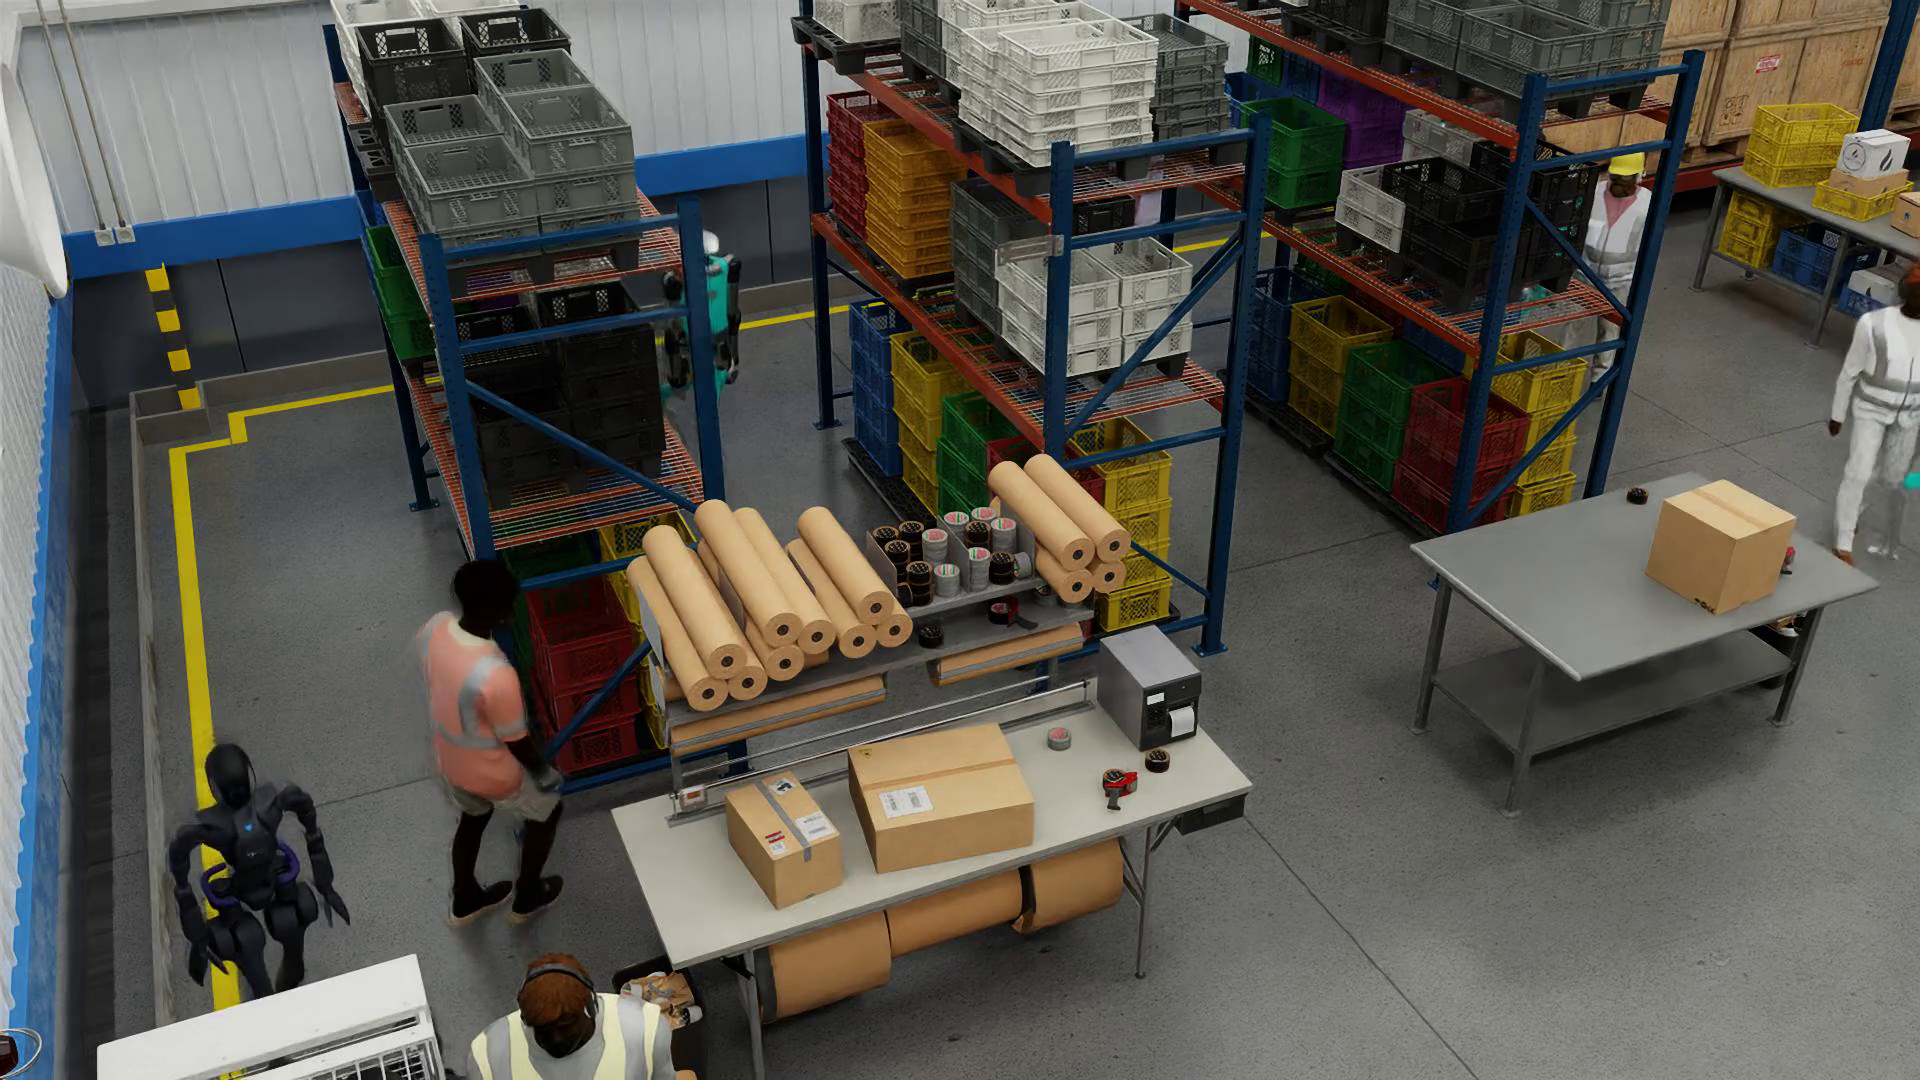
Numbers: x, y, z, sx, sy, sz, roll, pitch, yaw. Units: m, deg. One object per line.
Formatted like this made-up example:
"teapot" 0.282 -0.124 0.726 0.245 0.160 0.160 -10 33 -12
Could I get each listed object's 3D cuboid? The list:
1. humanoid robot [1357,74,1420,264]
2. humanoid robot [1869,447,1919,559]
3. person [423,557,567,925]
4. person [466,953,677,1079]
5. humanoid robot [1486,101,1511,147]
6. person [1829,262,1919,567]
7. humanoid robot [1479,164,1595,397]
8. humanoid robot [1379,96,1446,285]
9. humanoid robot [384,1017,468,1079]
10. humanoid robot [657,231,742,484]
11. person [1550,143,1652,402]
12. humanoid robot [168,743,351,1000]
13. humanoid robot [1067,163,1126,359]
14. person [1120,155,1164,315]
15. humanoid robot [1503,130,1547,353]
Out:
"humanoid robot" 3.368 -2.965 13.420 0.539 1.746 0.993 -3 32 -5
"humanoid robot" 5.798 -0.594 9.589 0.573 1.792 0.834 -14 34 -22
"person" -1.959 0.884 6.952 0.547 1.928 0.640 -27 40 -36
"person" -1.163 2.002 5.218 0.632 1.842 0.429 -9 33 -14
"humanoid robot" 4.239 -2.918 13.397 0.584 1.635 0.653 -17 36 -26
"person" 5.372 -0.736 9.643 0.584 1.874 0.638 4 32 6
"humanoid robot" 3.853 -1.781 11.433 0.530 1.770 0.673 -12 33 -18
"humanoid robot" 3.429 -2.651 12.746 0.533 1.677 0.735 6 32 10
"humanoid robot" -1.599 2.108 5.221 0.597 1.649 0.571 -4 32 -7
"humanoid robot" -1.715 -1.114 10.432 0.535 1.831 0.748 -26 40 -36
"person" 4.434 -1.839 11.463 0.588 1.834 0.404 17 36 26
"humanoid robot" -2.709 1.403 6.405 0.607 1.645 0.710 -23 39 -33
"humanoid robot" 0.977 -1.994 11.857 0.589 1.647 0.359 10 33 16
"person" 1.305 -2.394 12.168 0.391 2.044 0.607 17 36 26
"humanoid robot" 4.028 -2.200 12.189 0.315 1.655 0.599 5 32 9
